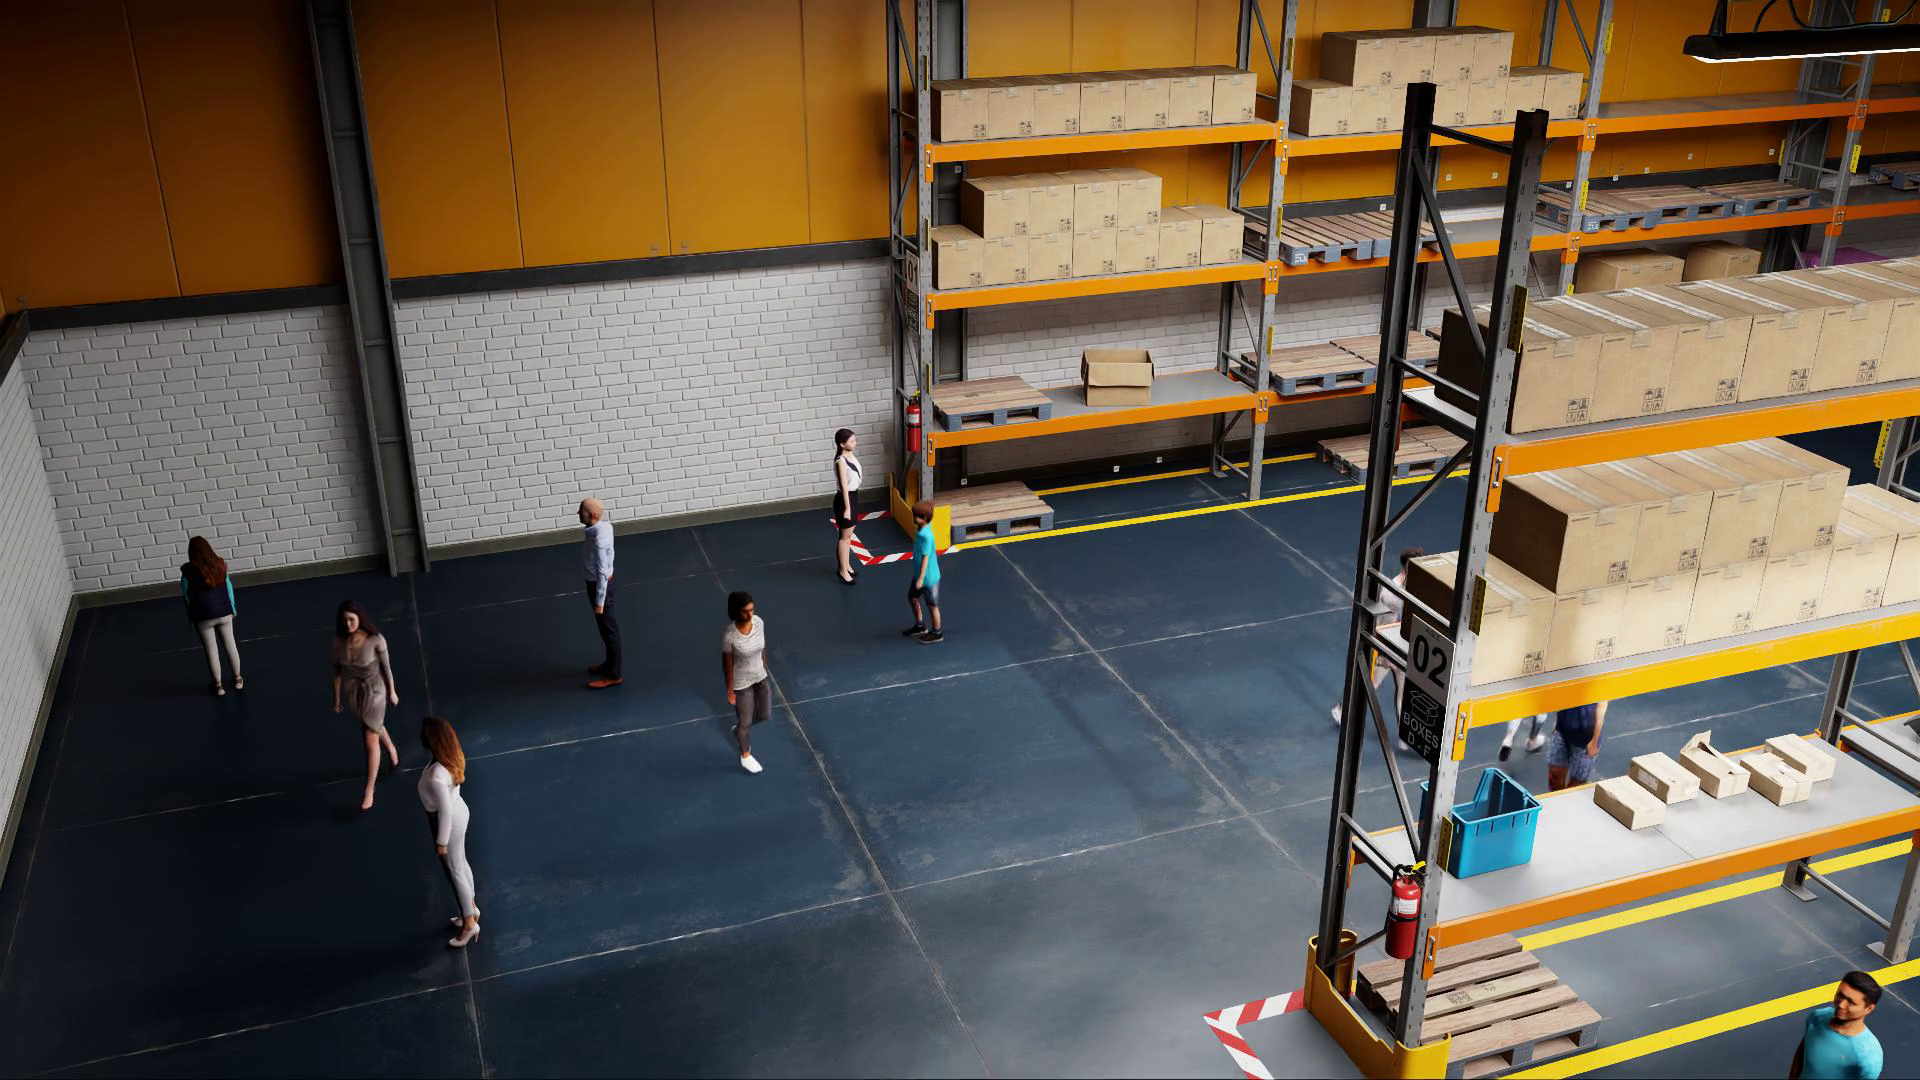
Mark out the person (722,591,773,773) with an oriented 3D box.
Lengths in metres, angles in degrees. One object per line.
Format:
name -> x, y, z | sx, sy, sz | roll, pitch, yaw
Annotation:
person -> -1.803, 1.123, 13.587 | 0.797, 1.627, 0.754 | 22, 32, 40

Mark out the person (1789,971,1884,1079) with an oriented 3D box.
person -> 4.654, 3.067, 8.950 | 0.508, 1.780, 0.611 | -8, 25, -17

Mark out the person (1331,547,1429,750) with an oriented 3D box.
person -> 3.520, 0.886, 13.932 | 1.082, 1.787, 1.194 | 21, 31, 40

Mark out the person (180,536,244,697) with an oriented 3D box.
person -> -6.660, 0.659, 14.809 | 0.613, 1.500, 0.710 | -17, 29, -35

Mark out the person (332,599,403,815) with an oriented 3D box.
person -> -4.694, 1.233, 13.241 | 1.096, 1.705, 0.983 | 2, 24, 5

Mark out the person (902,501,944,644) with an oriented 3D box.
person -> -0.252, 0.298, 15.710 | 0.589, 1.439, 0.546 | -7, 25, -16

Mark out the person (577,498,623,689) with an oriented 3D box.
person -> -3.216, 0.456, 14.909 | 0.617, 1.791, 0.675 | -4, 24, -10

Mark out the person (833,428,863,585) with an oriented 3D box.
person -> -1.155, -0.357, 16.947 | 0.629, 1.648, 0.629 | 2, 24, 4

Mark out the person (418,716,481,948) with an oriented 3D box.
person -> -3.501, 1.989, 11.432 | 0.577, 1.768, 0.610 | -4, 24, -9
